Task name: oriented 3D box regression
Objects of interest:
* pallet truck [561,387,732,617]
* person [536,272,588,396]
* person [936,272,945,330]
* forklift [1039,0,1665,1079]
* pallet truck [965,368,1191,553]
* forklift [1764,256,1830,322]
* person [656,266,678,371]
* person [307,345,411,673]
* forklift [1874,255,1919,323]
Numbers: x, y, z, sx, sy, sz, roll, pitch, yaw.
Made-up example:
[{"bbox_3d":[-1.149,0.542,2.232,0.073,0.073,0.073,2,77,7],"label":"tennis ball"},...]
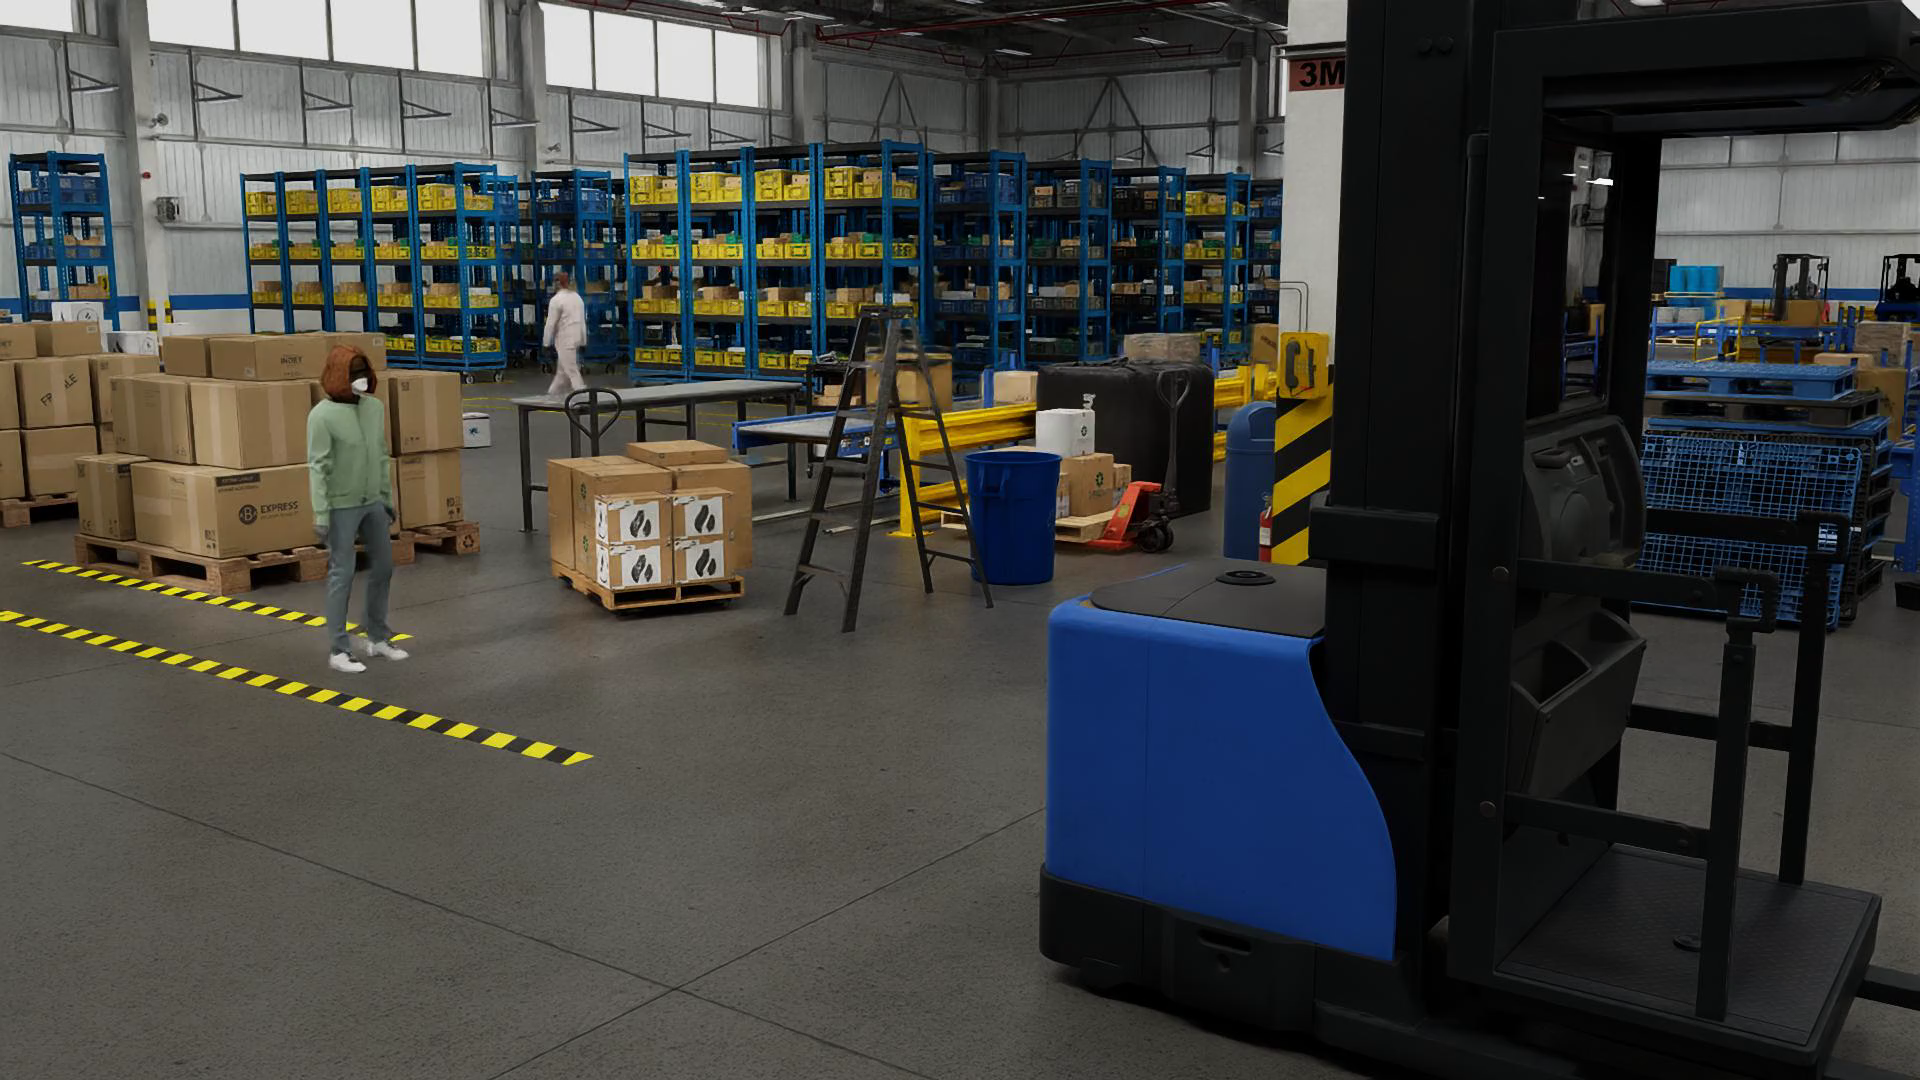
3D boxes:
[{"bbox_3d":[-1.981,-0.274,10.088,0.680,1.201,1.601,-5,11,-28],"label":"pallet truck"},{"bbox_3d":[-5.440,-2.690,22.590,0.976,1.852,0.676,4,10,20],"label":"person"},{"bbox_3d":[-0.413,-4.689,34.681,0.578,1.810,0.916,8,12,38],"label":"person"},{"bbox_3d":[1.249,-0.137,4.360,1.873,2.768,1.129,7,12,35],"label":"forklift"},{"bbox_3d":[0.845,-0.609,11.869,1.630,1.274,0.653,7,12,35],"label":"pallet truck"},{"bbox_3d":[20.253,-5.854,40.139,1.157,1.987,2.680,7,12,35],"label":"forklift"},{"bbox_3d":[-5.382,-4.099,30.582,0.379,1.996,0.611,-5,11,-29],"label":"person"},{"bbox_3d":[-2.985,-0.151,8.196,0.296,1.619,0.510,4,10,23],"label":"person"},{"bbox_3d":[22.089,-5.634,38.796,1.157,1.987,2.680,6,11,33],"label":"forklift"}]
